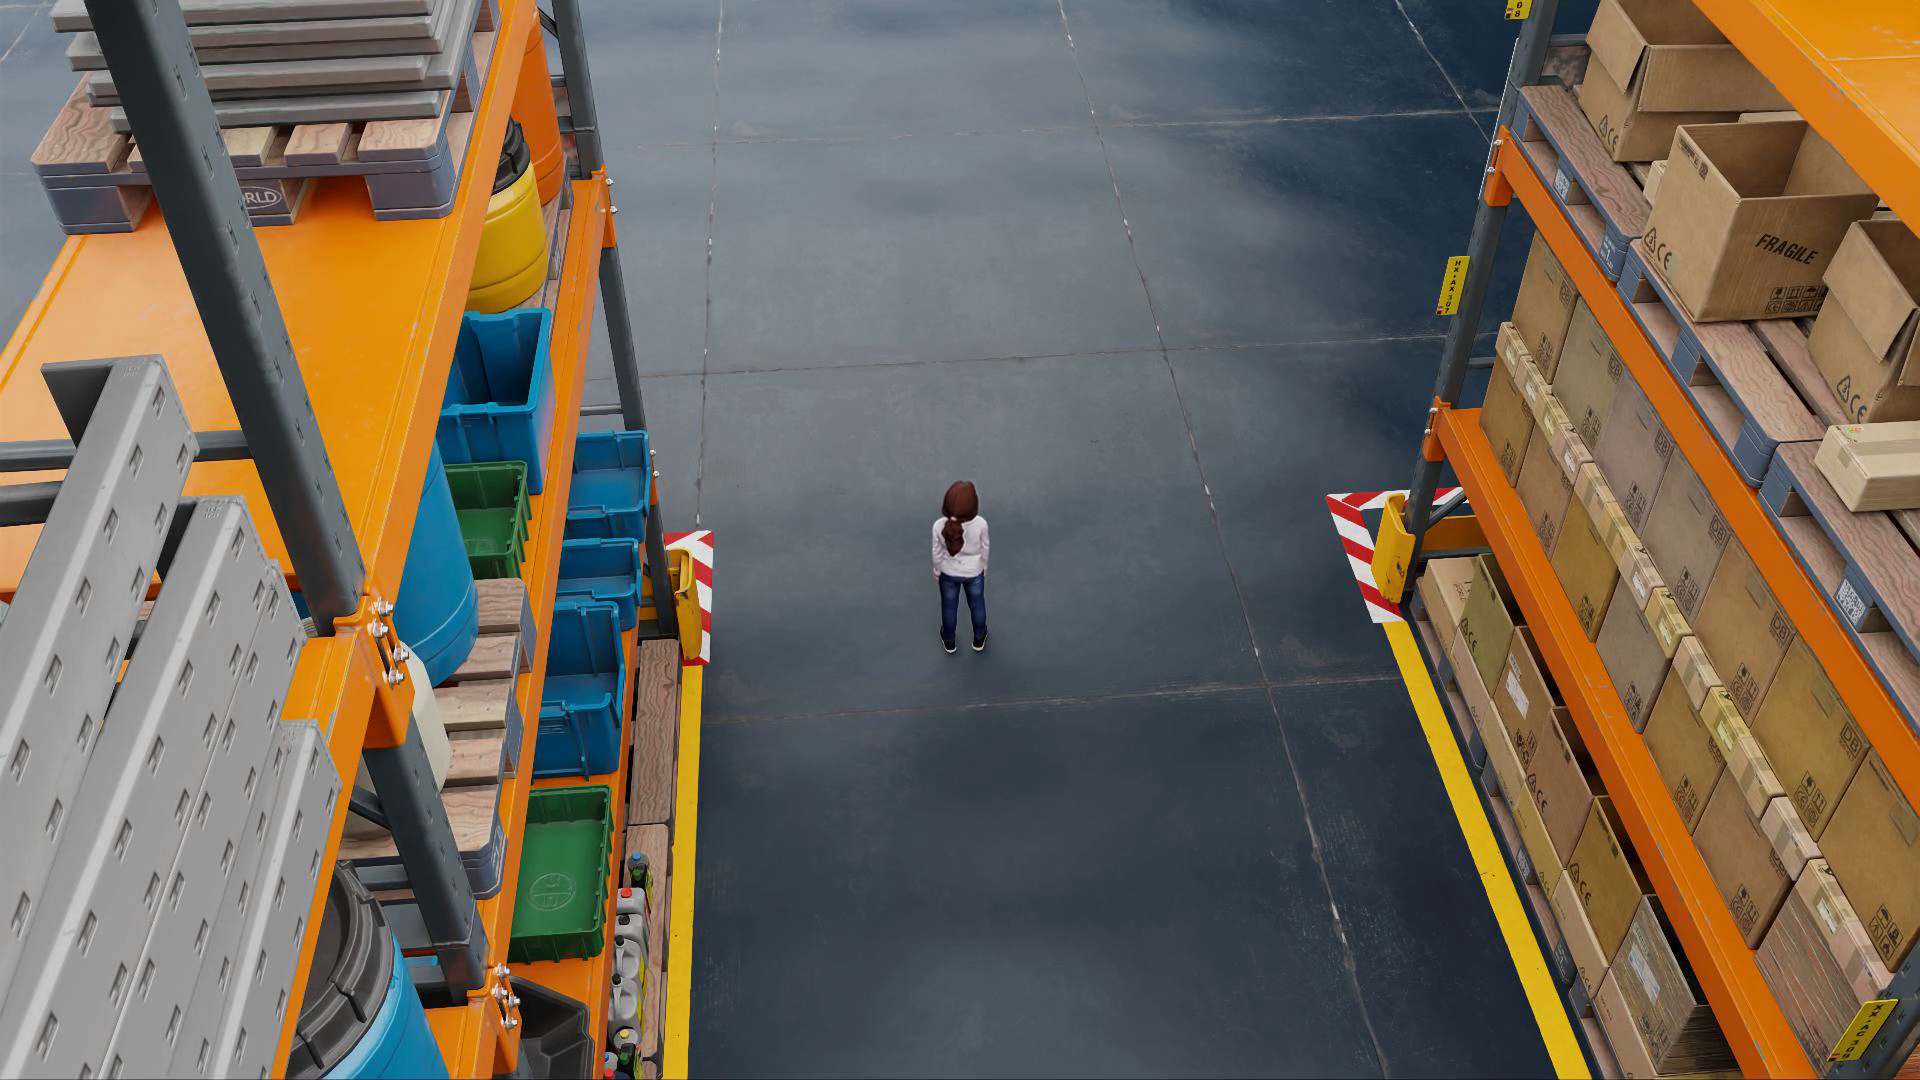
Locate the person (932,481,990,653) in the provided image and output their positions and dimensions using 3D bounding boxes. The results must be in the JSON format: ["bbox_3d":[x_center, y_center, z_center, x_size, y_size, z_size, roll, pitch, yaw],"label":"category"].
[{"bbox_3d":[0.007,0.133,8.553,0.443,1.110,0.462,-2,42,-2],"label":"person"}]
